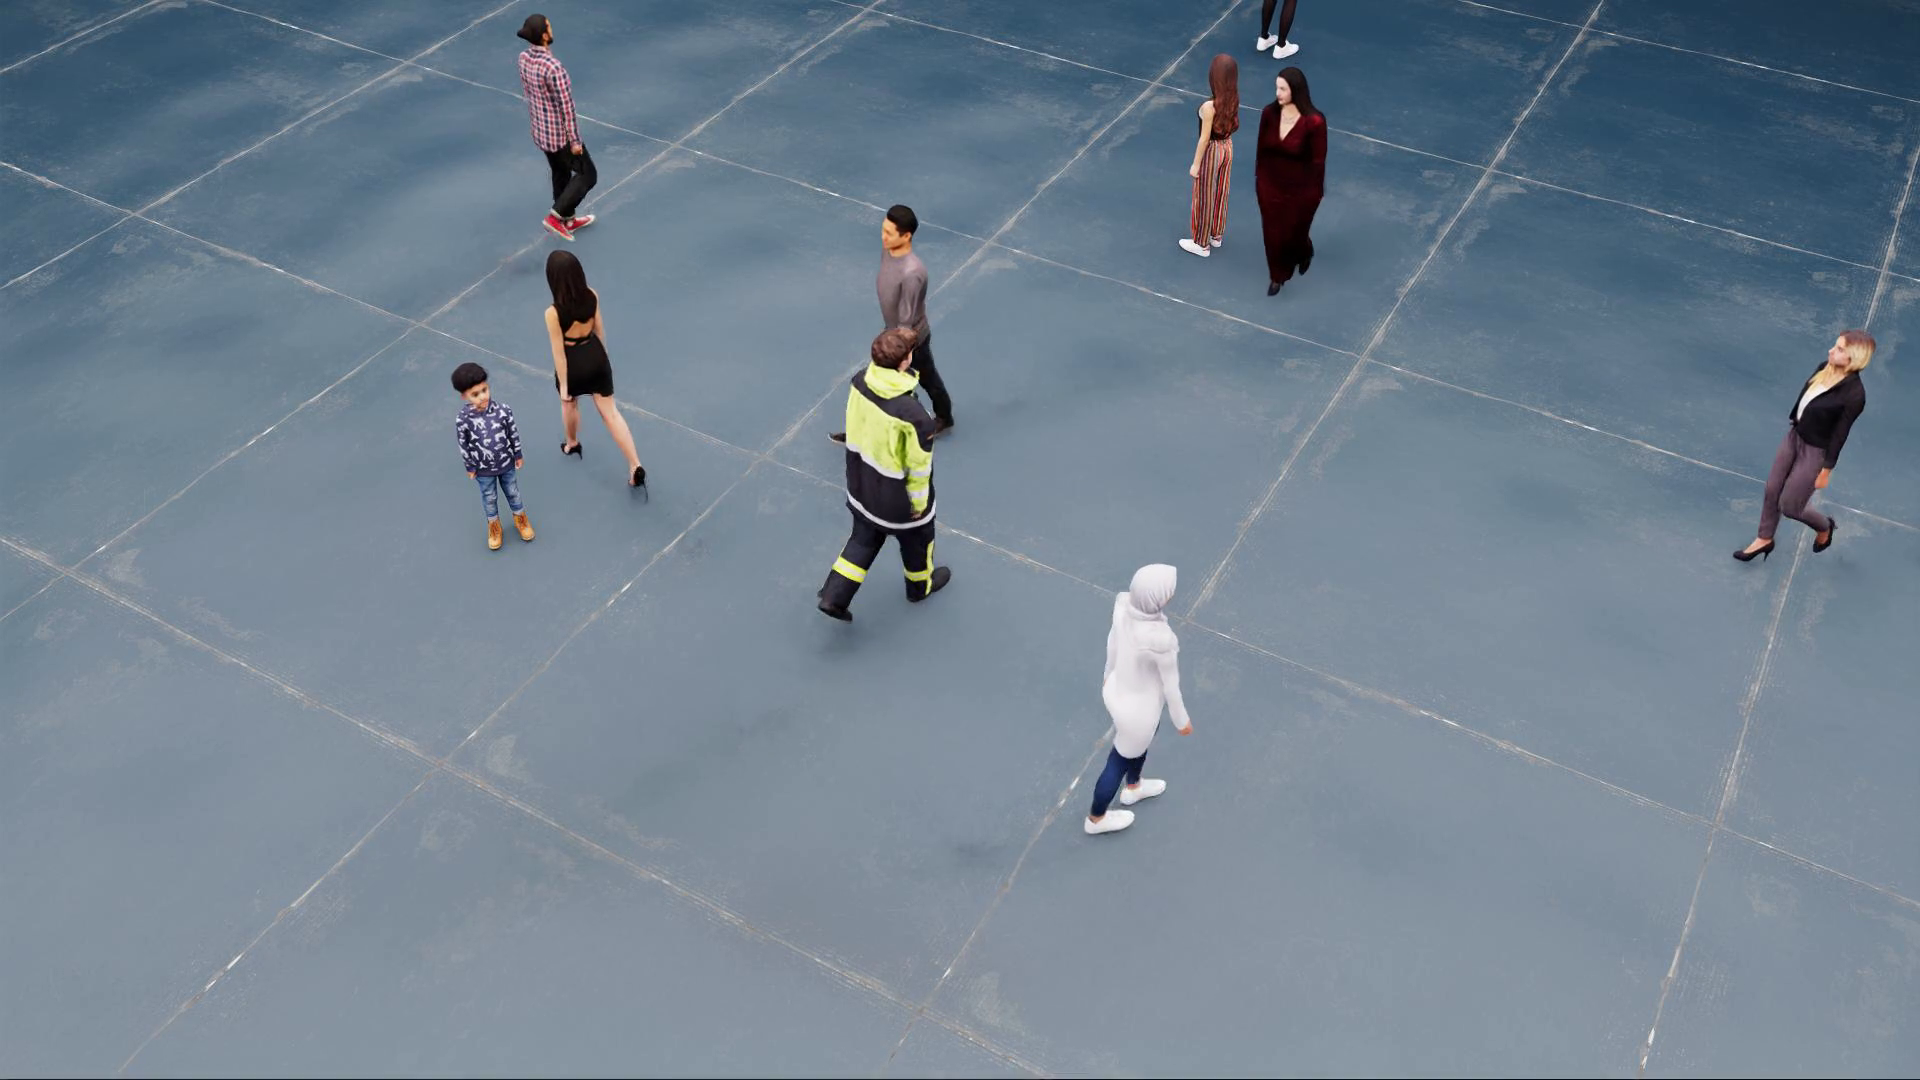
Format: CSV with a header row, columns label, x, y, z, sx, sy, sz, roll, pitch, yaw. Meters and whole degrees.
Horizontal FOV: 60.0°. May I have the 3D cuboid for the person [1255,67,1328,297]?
label,x,y,z,sx,sy,sz,roll,pitch,yaw
person,2.357,-2.530,11.724,0.725,1.732,0.762,24,48,24

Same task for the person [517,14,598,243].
label,x,y,z,sx,sy,sz,roll,pitch,yaw
person,-3.010,-2.970,12.196,0.787,1.748,0.829,32,51,30

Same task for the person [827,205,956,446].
label,x,y,z,sx,sy,sz,roll,pitch,yaw
person,-0.253,-1.291,10.362,1.194,1.728,1.021,-27,49,-27

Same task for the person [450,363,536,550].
label,x,y,z,sx,sy,sz,roll,pitch,yaw
person,-2.774,-0.507,9.854,0.581,1.250,0.651,-16,45,-17

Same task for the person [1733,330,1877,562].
label,x,y,z,sx,sy,sz,roll,pitch,yaw
person,4.934,-0.480,9.523,0.875,1.656,0.843,-2,42,-2

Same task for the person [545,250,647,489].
label,x,y,z,sx,sy,sz,roll,pitch,yaw
person,-2.218,-0.984,10.111,0.824,1.613,1.043,33,52,31

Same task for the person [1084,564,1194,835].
label,x,y,z,sx,sy,sz,roll,pitch,yaw
person,0.757,0.824,8.016,0.883,1.751,0.818,-12,44,-13

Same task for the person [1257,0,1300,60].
label,x,y,z,sx,sy,sz,roll,pitch,yaw
person,2.870,-5.093,14.517,0.640,1.771,0.677,-32,51,-30

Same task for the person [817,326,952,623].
label,x,y,z,sx,sy,sz,roll,pitch,yaw
person,-0.448,-0.304,9.103,0.927,1.960,1.207,31,51,30

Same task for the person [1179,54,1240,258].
label,x,y,z,sx,sy,sz,roll,pitch,yaw
person,1.861,-2.824,12.174,0.655,1.562,0.524,32,51,30
